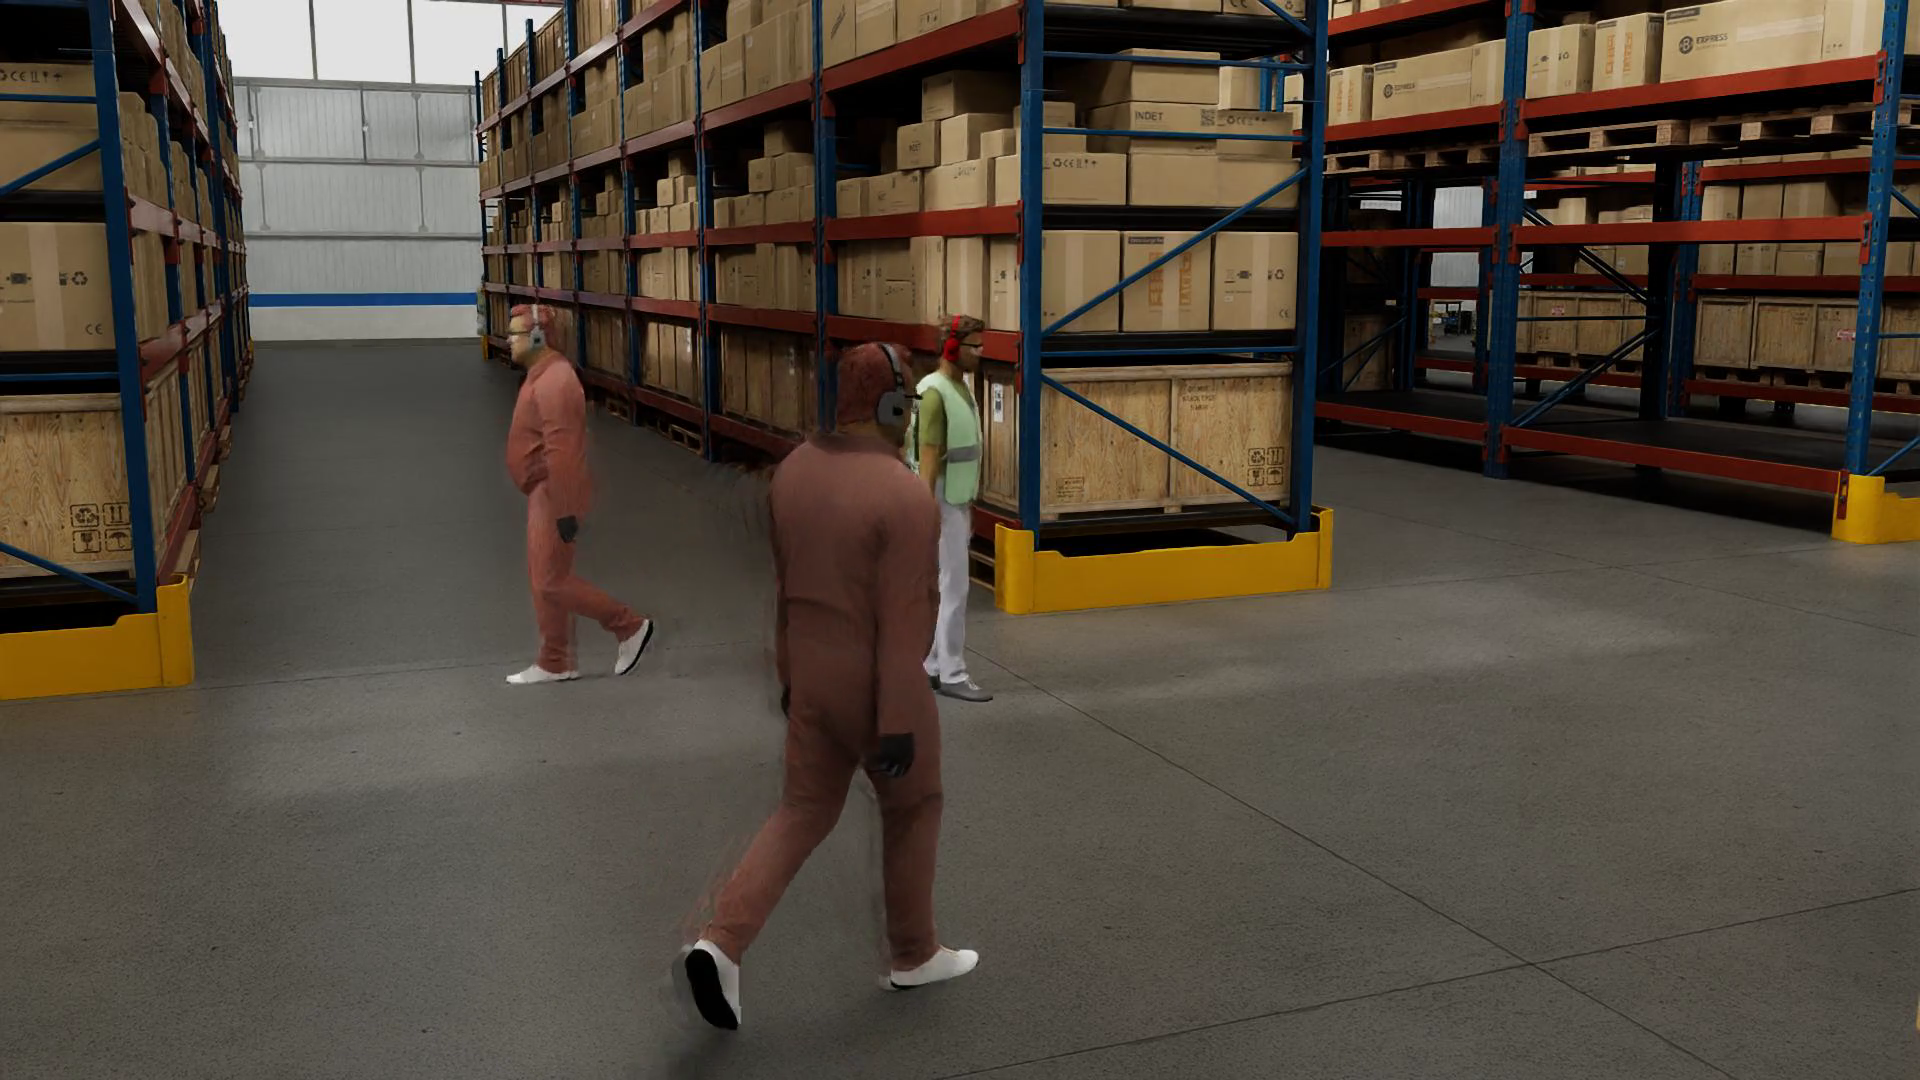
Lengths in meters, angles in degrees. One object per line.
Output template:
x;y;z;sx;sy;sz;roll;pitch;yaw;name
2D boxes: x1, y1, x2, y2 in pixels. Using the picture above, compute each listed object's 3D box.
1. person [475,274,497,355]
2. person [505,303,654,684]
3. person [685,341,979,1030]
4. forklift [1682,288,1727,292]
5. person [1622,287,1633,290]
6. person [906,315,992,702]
-10.514;-4.998;36.944;0.667;1.822;0.556;4;10;22;person
-1.900;-0.208;8.110;0.614;1.887;0.662;-3;10;-15;person
-0.337;0.397;4.519;0.886;1.874;0.644;-9;13;-43;person
12.117;-3.854;26.949;1.129;2.768;1.873;0;9;3;forklift
16.911;-5.924;42.131;0.397;1.949;0.603;1;10;8;person
-0.042;-0.145;7.875;0.441;1.828;0.578;3;10;15;person
